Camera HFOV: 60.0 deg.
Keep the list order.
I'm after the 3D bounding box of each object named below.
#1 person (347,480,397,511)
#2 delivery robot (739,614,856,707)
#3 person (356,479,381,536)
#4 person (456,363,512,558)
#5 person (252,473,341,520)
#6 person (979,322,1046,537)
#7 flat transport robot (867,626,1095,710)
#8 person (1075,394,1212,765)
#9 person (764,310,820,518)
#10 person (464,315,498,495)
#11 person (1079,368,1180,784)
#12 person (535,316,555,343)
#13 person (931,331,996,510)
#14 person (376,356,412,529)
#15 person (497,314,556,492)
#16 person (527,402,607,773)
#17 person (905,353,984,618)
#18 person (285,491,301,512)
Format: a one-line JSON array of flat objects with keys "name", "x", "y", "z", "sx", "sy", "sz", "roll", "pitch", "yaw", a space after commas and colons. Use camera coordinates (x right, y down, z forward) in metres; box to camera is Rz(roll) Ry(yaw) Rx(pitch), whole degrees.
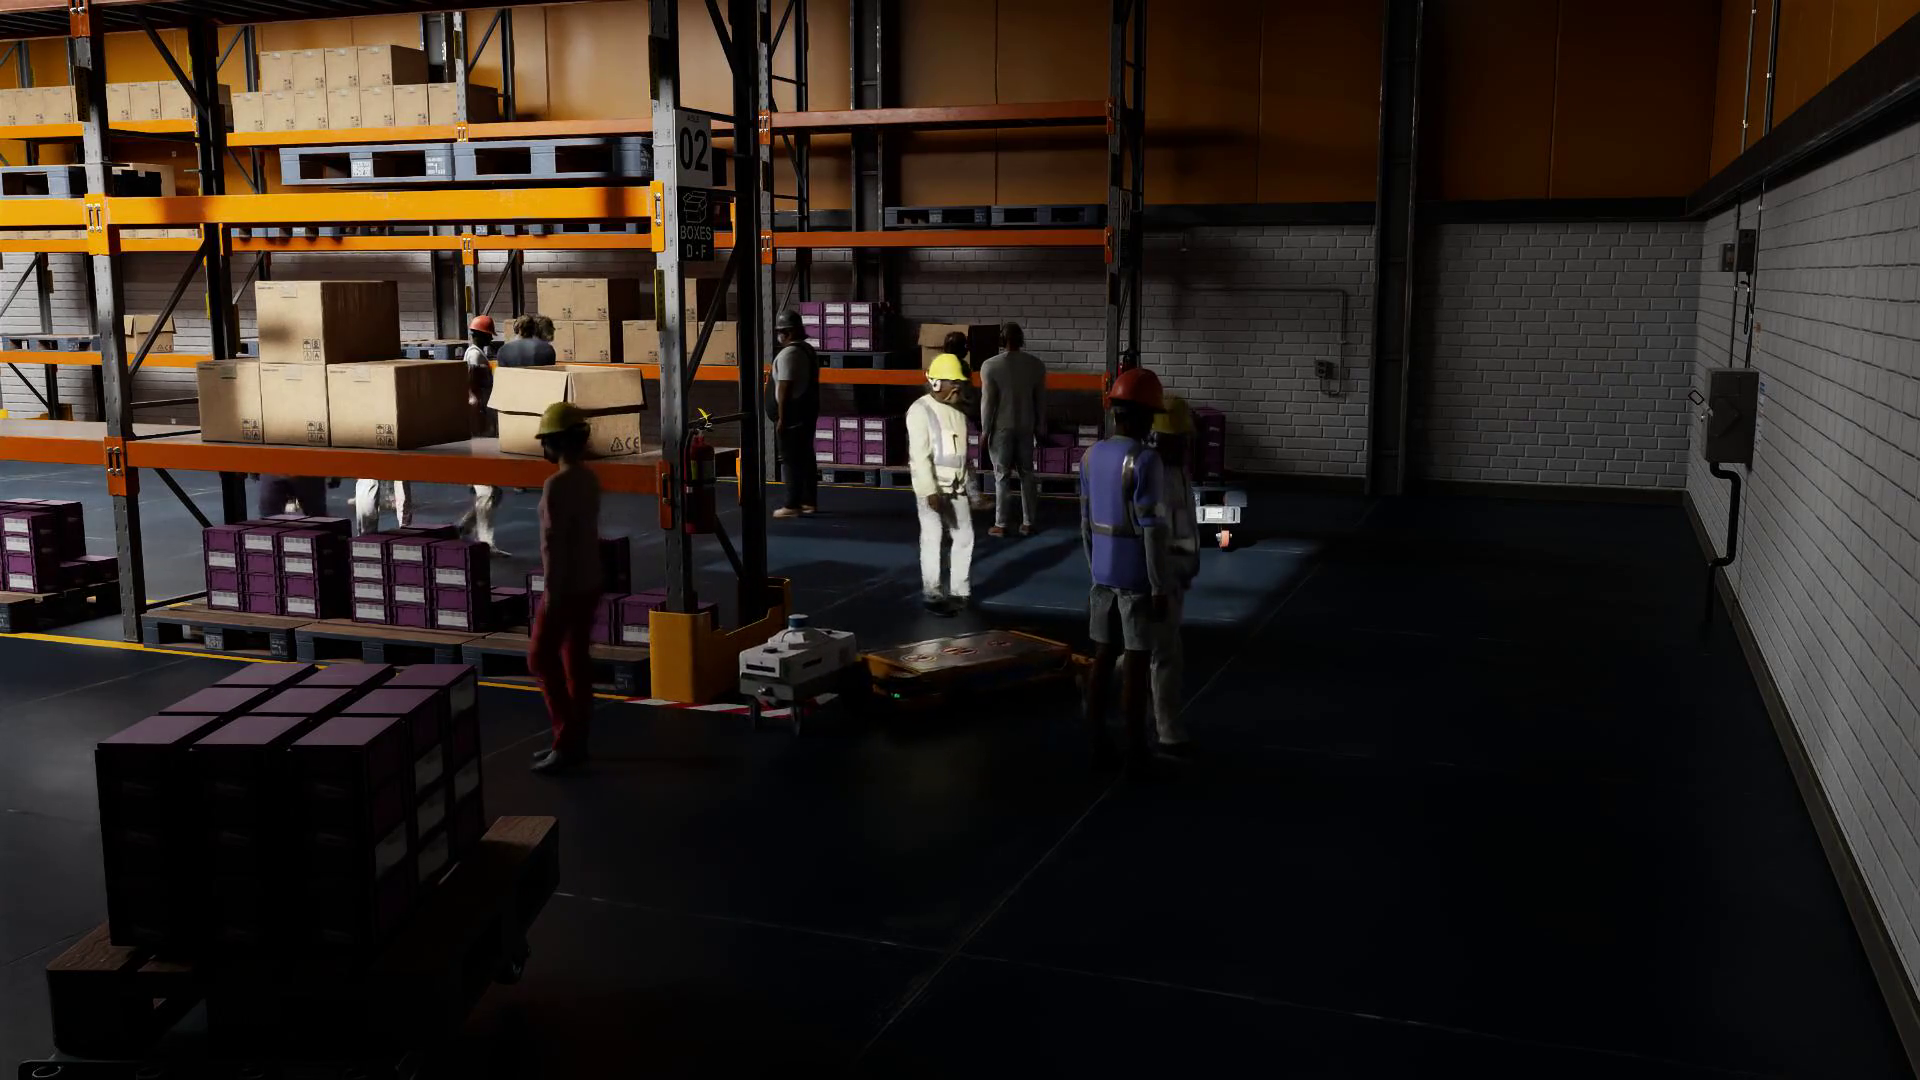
[{"name": "person", "x": -5.965, "y": -1.205, "z": 16.807, "sx": 0.843, "sy": 1.810, "sz": 0.431, "roll": 6, "pitch": 11, "yaw": 35}, {"name": "delivery robot", "x": -0.854, "y": 0.638, "z": 8.805, "sx": 0.477, "sy": 0.478, "sz": 0.707, "roll": 5, "pitch": 10, "yaw": 28}, {"name": "person", "x": -5.065, "y": -0.849, "z": 14.277, "sx": 0.337, "sy": 1.882, "sz": 0.584, "roll": -4, "pitch": 10, "yaw": -26}, {"name": "person", "x": -3.975, "y": -0.646, "z": 13.782, "sx": 0.396, "sy": 1.627, "sz": 0.534, "roll": -3, "pitch": 9, "yaw": -16}, {"name": "person", "x": -5.029, "y": -0.561, "z": 12.528, "sx": 0.692, "sy": 1.869, "sz": 0.441, "roll": -1, "pitch": 9, "yaw": -4}, {"name": "person", "x": 0.470, "y": -0.989, "z": 14.994, "sx": 0.635, "sy": 1.936, "sz": 0.354, "roll": -4, "pitch": 10, "yaw": -22}, {"name": "flat transport robot", "x": 0.057, "y": 0.715, "z": 9.509, "sx": 1.431, "sy": 0.197, "sz": 0.652, "roll": -7, "pitch": 11, "yaw": -36}, {"name": "person", "x": 0.902, "y": 0.174, "z": 8.166, "sx": 0.751, "sy": 1.796, "sz": 0.599, "roll": 6, "pitch": 11, "yaw": 33}, {"name": "person", "x": -1.649, "y": -1.247, "z": 16.289, "sx": 0.537, "sy": 2.000, "sz": 0.688, "roll": 3, "pitch": 10, "yaw": 19}, {"name": "person", "x": -5.128, "y": -1.444, "z": 17.879, "sx": 0.381, "sy": 1.926, "sz": 0.552, "roll": -3, "pitch": 10, "yaw": -18}, {"name": "person", "x": 0.796, "y": 0.167, "z": 7.765, "sx": 0.369, "sy": 1.929, "sz": 0.542, "roll": -6, "pitch": 11, "yaw": -34}, {"name": "person", "x": -4.645, "y": -1.586, "z": 18.880, "sx": 0.959, "sy": 1.882, "sz": 0.659, "roll": -2, "pitch": 9, "yaw": -12}, {"name": "person", "x": -0.061, "y": -1.214, "z": 16.844, "sx": 0.953, "sy": 1.802, "sz": 0.619, "roll": 3, "pitch": 10, "yaw": 20}, {"name": "person", "x": -5.113, "y": -0.989, "z": 14.827, "sx": 0.609, "sy": 1.991, "sz": 0.388, "roll": -4, "pitch": 10, "yaw": -24}, {"name": "person", "x": -4.688, "y": -1.481, "z": 18.079, "sx": 0.627, "sy": 1.940, "sz": 0.371, "roll": -3, "pitch": 9, "yaw": -16}, {"name": "person", "x": -1.890, "y": 0.225, "z": 7.927, "sx": 0.384, "sy": 1.749, "sz": 0.541, "roll": 2, "pitch": 9, "yaw": 12}, {"name": "person", "x": -0.114, "y": -0.370, "z": 11.462, "sx": 0.468, "sy": 1.822, "sz": 0.612, "roll": 8, "pitch": 12, "yaw": 40}, {"name": "person", "x": -6.719, "y": -1.200, "z": 16.608, "sx": 0.345, "sy": 1.846, "sz": 0.508, "roll": 3, "pitch": 10, "yaw": 19}]
